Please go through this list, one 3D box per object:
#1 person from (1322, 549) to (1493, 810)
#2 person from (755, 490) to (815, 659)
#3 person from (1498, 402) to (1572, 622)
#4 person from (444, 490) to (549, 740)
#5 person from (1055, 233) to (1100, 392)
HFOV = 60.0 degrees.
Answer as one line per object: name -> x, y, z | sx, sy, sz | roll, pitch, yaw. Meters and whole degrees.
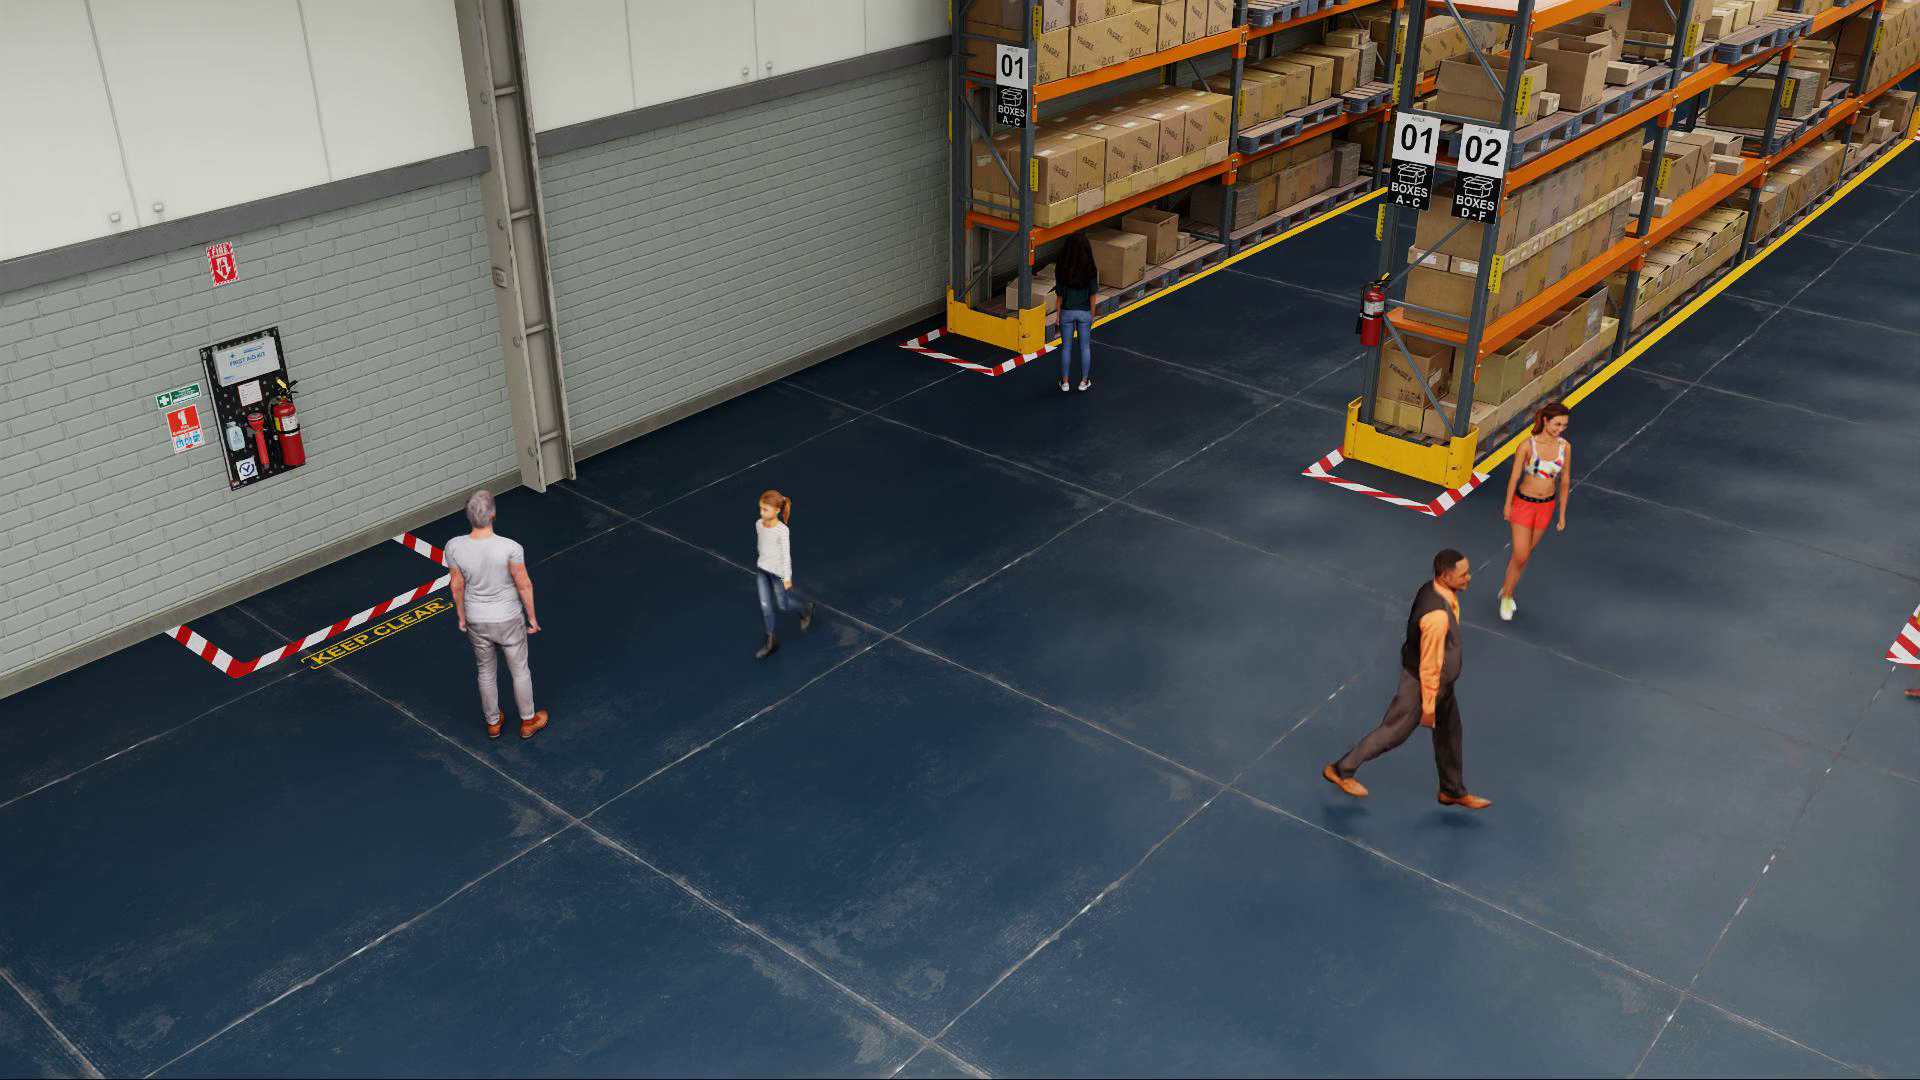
person -> 2.791, 0.901, 10.406 | 1.087, 1.855, 1.335 | 9, 29, 16
person -> -1.321, 0.221, 12.271 | 0.476, 1.302, 0.819 | 21, 34, 34
person -> 4.348, -0.266, 12.695 | 0.742, 1.765, 0.804 | -1, 28, -2
person -> -3.121, 0.518, 11.156 | 0.764, 1.827, 0.782 | 1, 28, 2
person -> 1.156, -2.276, 16.628 | 0.713, 1.616, 0.756 | 2, 28, 4
